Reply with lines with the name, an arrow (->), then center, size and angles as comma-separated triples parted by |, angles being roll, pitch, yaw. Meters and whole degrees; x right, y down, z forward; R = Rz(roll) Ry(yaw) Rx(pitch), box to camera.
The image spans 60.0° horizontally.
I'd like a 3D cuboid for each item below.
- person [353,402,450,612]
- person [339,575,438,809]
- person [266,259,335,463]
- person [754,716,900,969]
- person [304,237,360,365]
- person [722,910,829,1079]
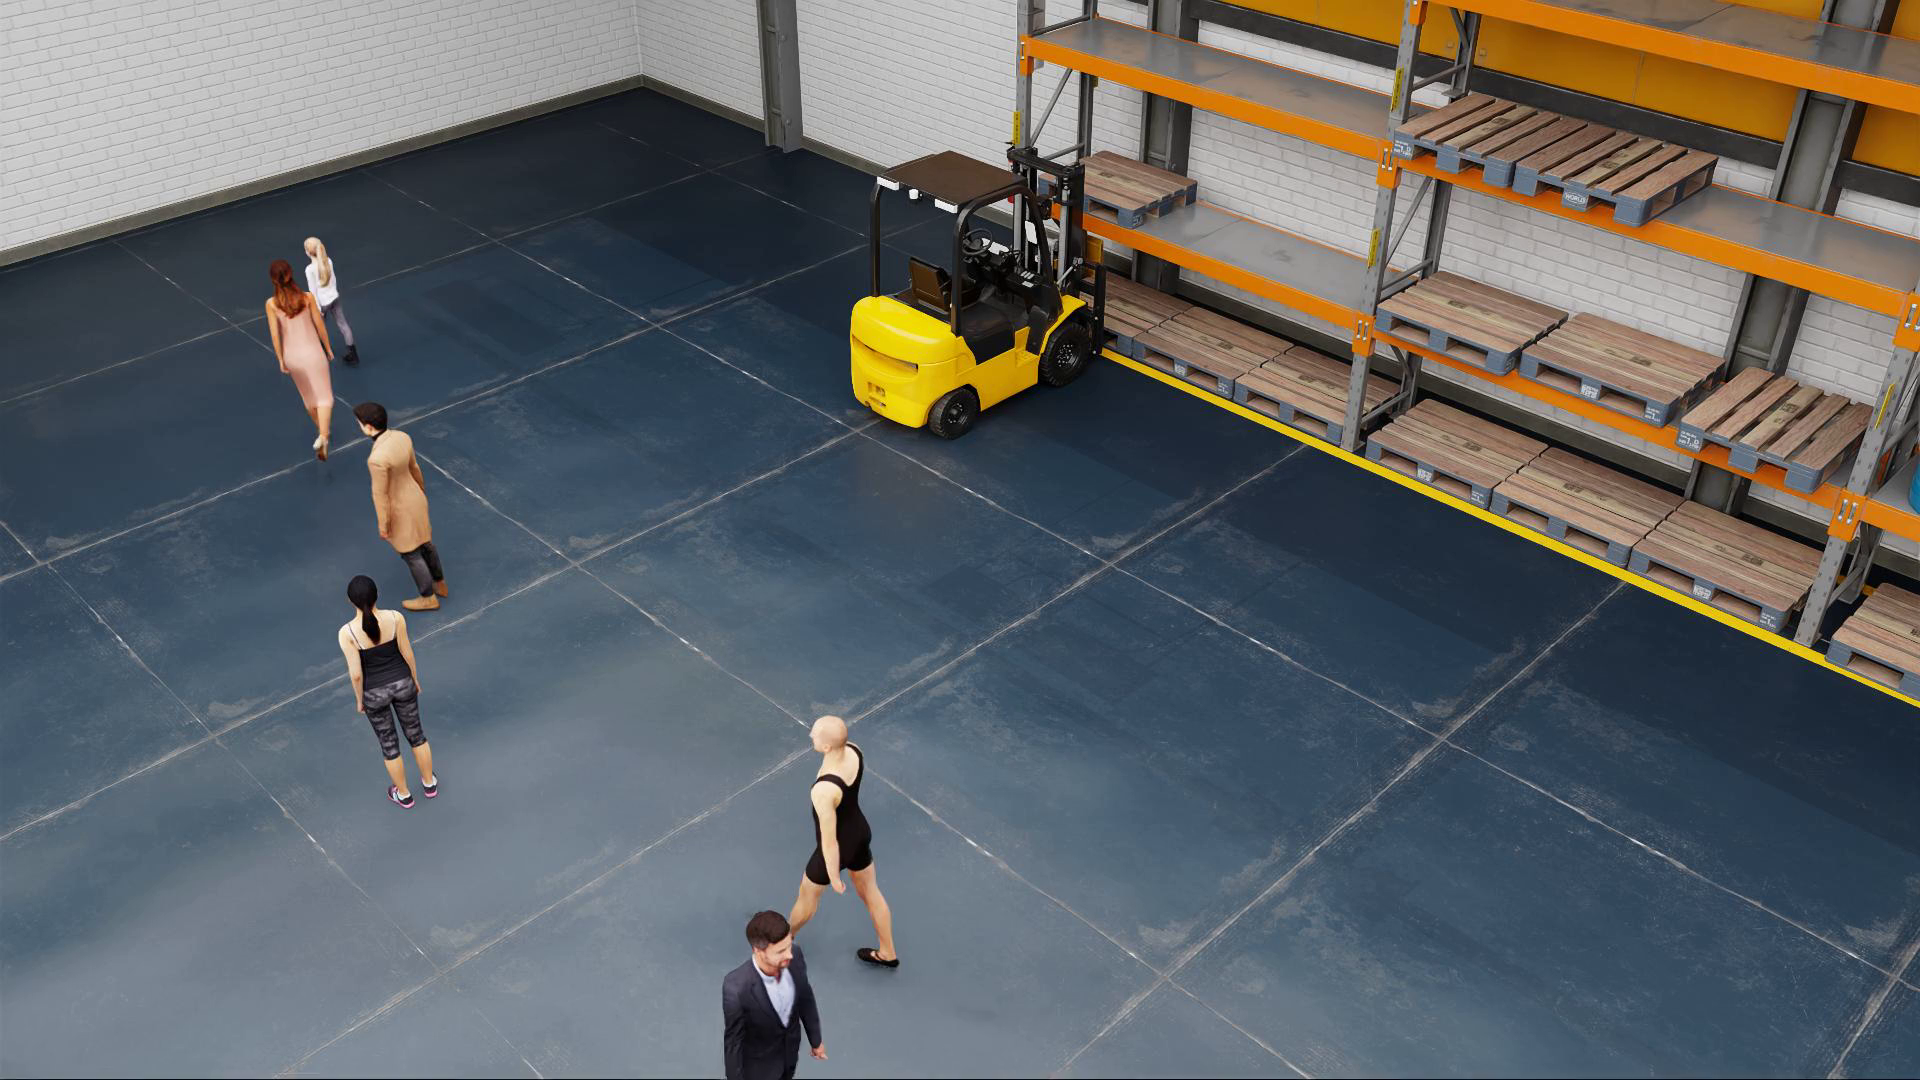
person -> -4.107, -0.254, 12.316 | 0.831, 1.711, 0.803 | 5, 34, 8
person -> -3.606, 0.955, 10.480 | 0.607, 1.729, 0.590 | -20, 38, -27
person -> -5.542, -1.490, 14.082 | 0.941, 1.813, 1.111 | -8, 34, -12
person -> -0.574, 1.730, 9.275 | 1.197, 1.773, 0.904 | 15, 36, 21
person -> -5.930, -2.229, 15.705 | 0.937, 1.246, 0.628 | 19, 38, 27
person -> -0.985, 2.465, 8.104 | 0.757, 1.845, 0.689 | 24, 40, 31
